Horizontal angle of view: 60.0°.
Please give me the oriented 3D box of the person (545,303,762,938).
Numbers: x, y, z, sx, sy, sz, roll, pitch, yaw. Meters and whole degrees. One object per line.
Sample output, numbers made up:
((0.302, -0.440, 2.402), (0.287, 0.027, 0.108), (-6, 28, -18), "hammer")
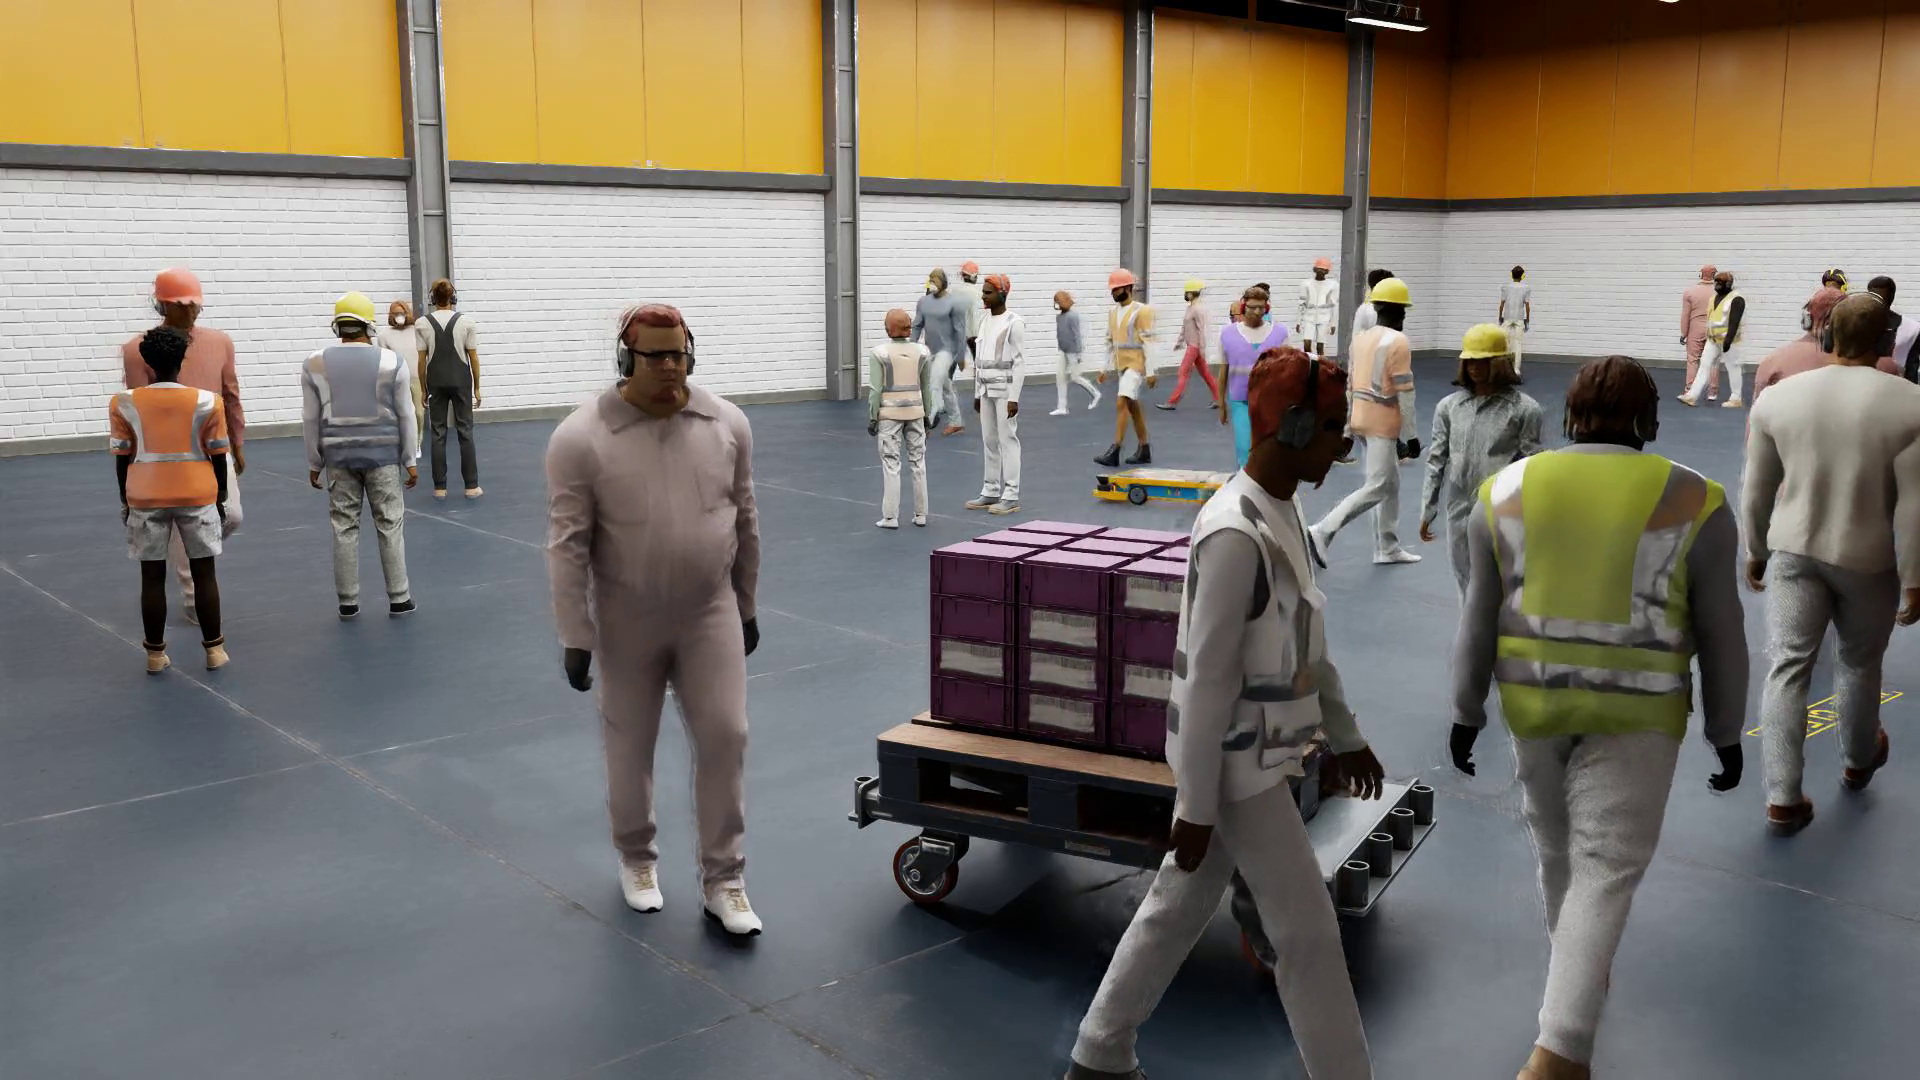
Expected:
((-0.857, 0.251, 4.940), (0.677, 1.876, 0.826), (-4, 11, -23), "person")

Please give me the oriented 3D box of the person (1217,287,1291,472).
((2.296, -1.086, 13.039), (0.582, 1.803, 0.980), (0, 10, 1), "person")

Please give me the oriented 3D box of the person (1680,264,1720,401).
((10.431, -2.899, 23.305), (0.649, 1.907, 0.409), (3, 10, 15), "person")

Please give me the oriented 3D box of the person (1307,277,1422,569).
((2.631, -0.743, 10.743), (0.845, 1.894, 0.572), (-2, 10, -13), "person")

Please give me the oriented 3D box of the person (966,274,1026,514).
((0.292, -1.150, 13.136), (0.354, 1.883, 0.576), (-7, 12, -34), "person")

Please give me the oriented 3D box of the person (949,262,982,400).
((0.112, -2.938, 23.441), (0.608, 1.943, 1.030), (9, 13, 42), "person")

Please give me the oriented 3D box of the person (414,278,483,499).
((-4.255, -1.255, 13.863), (0.508, 1.845, 0.345), (-2, 10, -11), "person")

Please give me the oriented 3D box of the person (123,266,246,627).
((-4.257, -0.499, 9.151), (0.545, 1.936, 0.633), (8, 13, 39), "person")

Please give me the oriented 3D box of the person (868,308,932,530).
((-0.443, -0.895, 12.359), (0.523, 1.636, 0.310), (-5, 11, -27), "person")

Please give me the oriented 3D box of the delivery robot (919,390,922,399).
((-0.608, -1.633, 19.568), (0.707, 0.478, 0.477), (0, 10, 0), "delivery robot")

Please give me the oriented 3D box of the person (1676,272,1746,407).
((10.094, -2.657, 22.202), (0.936, 1.796, 0.649), (-3, 10, -16), "person")

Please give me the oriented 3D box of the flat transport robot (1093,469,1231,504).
((1.874, -0.431, 13.639), (1.431, 0.197, 0.652), (5, 11, 29), "flat transport robot")

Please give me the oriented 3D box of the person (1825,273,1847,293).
((9.225, -1.891, 17.631), (0.914, 1.822, 0.546), (-7, 12, -34), "person")

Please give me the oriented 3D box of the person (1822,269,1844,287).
((10.232, -2.253, 19.629), (0.329, 1.872, 0.511), (5, 11, 25), "person")

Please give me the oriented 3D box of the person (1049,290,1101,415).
((1.475, -2.397, 21.251), (0.663, 1.599, 0.520), (-6, 11, -30), "person")

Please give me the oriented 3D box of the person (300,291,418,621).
((-3.322, -0.461, 9.257), (0.601, 1.827, 0.403), (-2, 10, -11), "person")

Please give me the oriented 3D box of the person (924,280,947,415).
((-0.315, -2.483, 21.270), (0.305, 1.772, 0.525), (2, 10, 14), "person")

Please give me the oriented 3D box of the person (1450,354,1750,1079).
((1.555, 0.444, 4.113), (0.662, 1.794, 0.972), (7, 12, 36), "person")

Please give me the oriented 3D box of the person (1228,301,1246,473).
((2.513, -1.311, 14.827), (0.271, 1.629, 0.497), (0, 10, -2), "person")

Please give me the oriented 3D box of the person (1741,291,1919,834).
((3.183, 0.059, 6.026), (0.655, 1.888, 0.985), (8, 12, 39), "person")

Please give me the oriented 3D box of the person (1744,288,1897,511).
((4.410, -0.361, 8.594), (0.658, 1.850, 1.002), (3, 10, 17), "person")

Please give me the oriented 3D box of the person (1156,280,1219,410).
((3.085, -2.564, 21.906), (0.929, 1.720, 0.518), (0, 10, -1), "person")

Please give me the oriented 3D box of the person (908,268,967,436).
((-0.271, -2.052, 18.434), (0.648, 1.881, 1.036), (9, 13, 43), "person")

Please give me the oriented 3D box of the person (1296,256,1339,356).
((5.574, -3.419, 26.010), (0.655, 2.021, 0.583), (3, 10, 18), "person")

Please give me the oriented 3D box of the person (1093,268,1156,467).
((1.532, -1.647, 15.994), (0.903, 1.892, 0.554), (-6, 11, -30), "person")

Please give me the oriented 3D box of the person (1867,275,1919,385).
((7.022, -1.086, 12.786), (0.605, 1.887, 0.870), (7, 12, 36), "person")

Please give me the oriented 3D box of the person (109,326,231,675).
((-3.808, -0.188, 8.068), (0.530, 1.689, 0.322), (-4, 11, -23), "person")

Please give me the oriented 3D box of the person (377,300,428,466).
((-5.440, -1.561, 16.354), (0.506, 1.603, 0.783), (-4, 10, -20), "person")

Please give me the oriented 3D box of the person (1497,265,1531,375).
((9.438, -3.736, 28.352), (0.516, 1.865, 0.330), (4, 10, 22), "person")

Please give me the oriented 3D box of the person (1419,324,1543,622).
((2.301, -0.101, 7.483), (0.499, 1.714, 0.763), (8, 12, 39), "person")

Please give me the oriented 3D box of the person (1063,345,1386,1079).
((0.653, 0.491, 3.683), (0.949, 1.836, 0.572), (2, 10, 13), "person")

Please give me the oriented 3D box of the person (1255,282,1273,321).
((3.806, -2.424, 21.140), (0.369, 1.686, 0.550), (-3, 10, -17), "person")

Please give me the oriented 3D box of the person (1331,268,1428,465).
((4.023, -1.659, 16.062), (1.051, 1.898, 0.643), (0, 10, 2), "person")
